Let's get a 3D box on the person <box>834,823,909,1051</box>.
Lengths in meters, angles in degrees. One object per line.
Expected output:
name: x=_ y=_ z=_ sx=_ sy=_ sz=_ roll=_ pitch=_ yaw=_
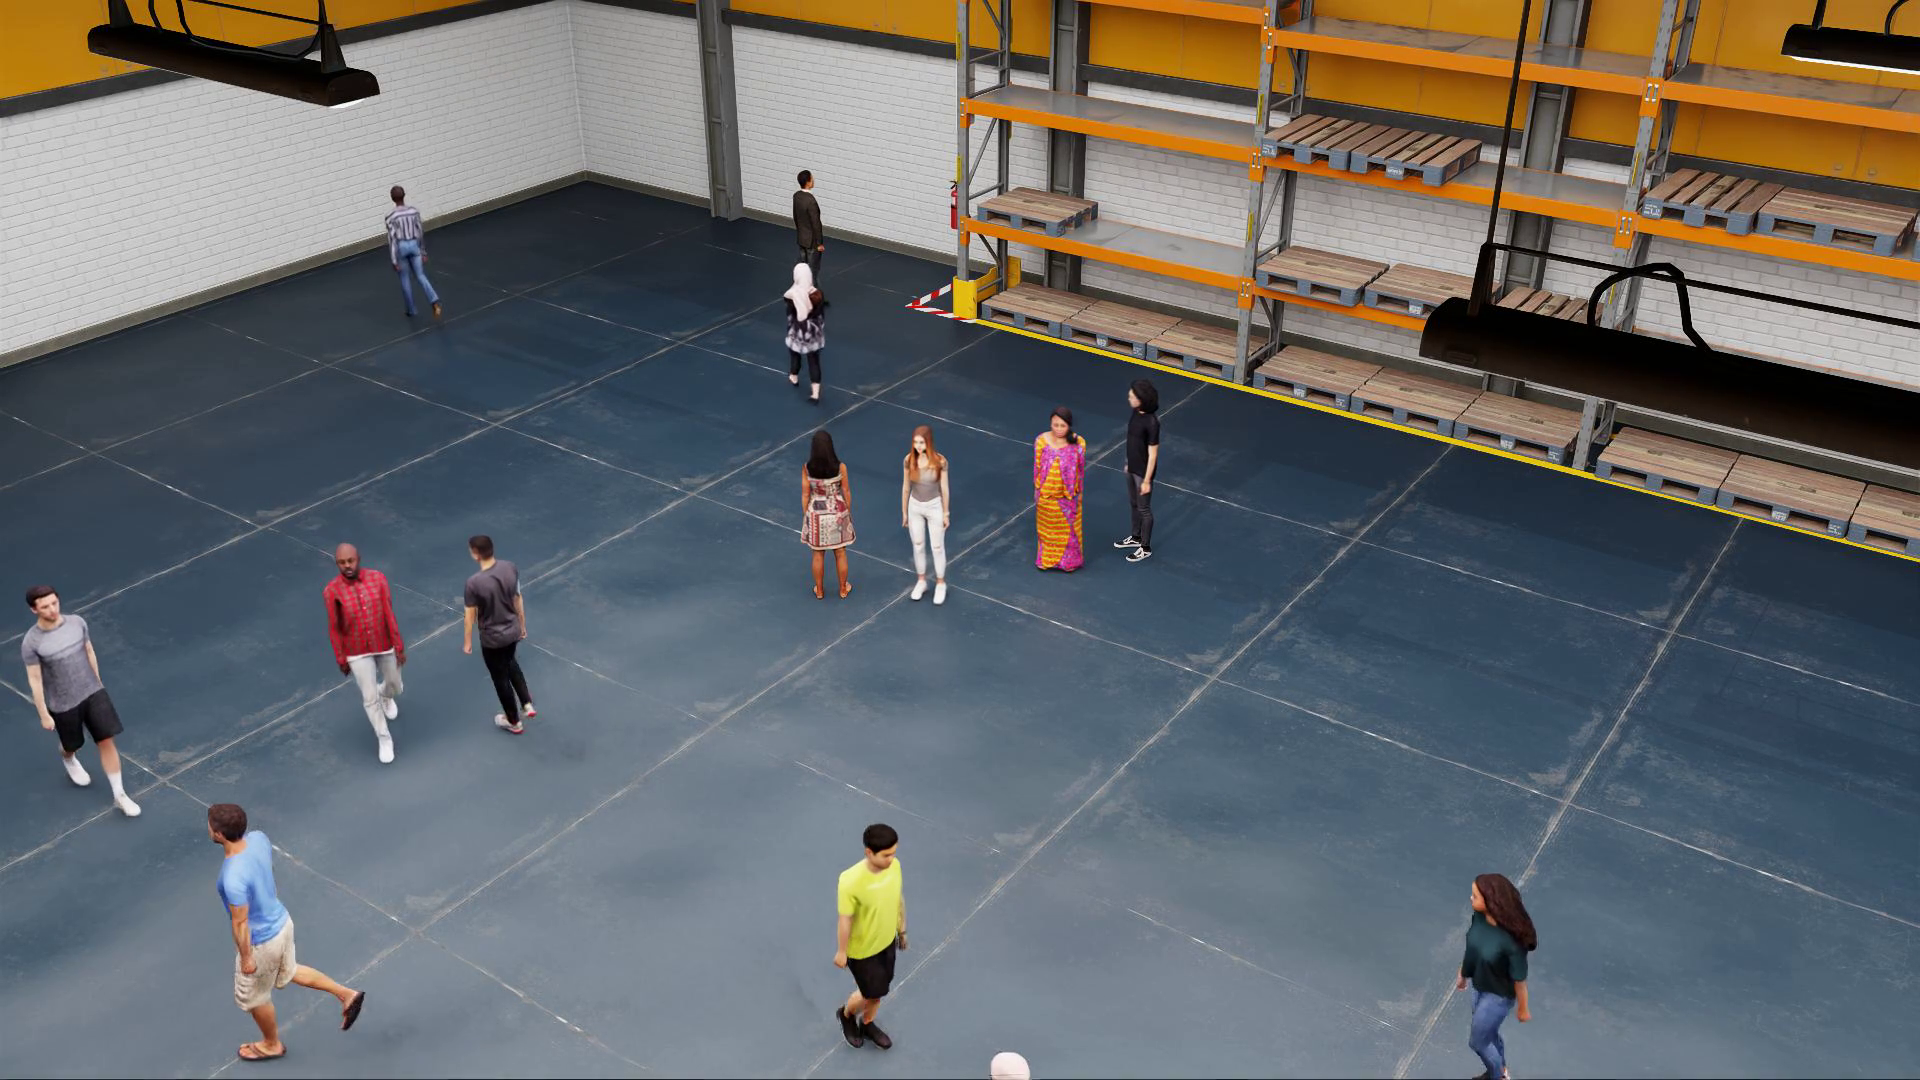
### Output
person: x=-0.604 y=2.385 z=10.154 sx=0.688 sy=1.692 sz=0.715 roll=-23 pitch=36 yaw=-36

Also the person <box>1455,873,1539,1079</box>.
person: x=3.196 y=2.648 z=9.782 sx=0.803 sy=1.586 sz=0.741 roll=-12 pitch=31 yaw=-21

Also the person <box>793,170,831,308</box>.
person: x=-1.964 y=-3.913 z=21.582 sx=0.796 sy=1.805 sz=0.591 roll=-21 pitch=35 yaw=-33

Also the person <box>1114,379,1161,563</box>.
person: x=1.715 y=-0.689 z=15.646 sx=0.766 sy=1.830 sz=0.683 roll=-7 pitch=29 yaw=-13

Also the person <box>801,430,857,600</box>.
person: x=-1.202 y=-0.223 z=14.987 sx=0.687 sy=1.642 sz=0.781 roll=-1 pitch=29 yaw=-2

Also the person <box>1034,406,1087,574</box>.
person: x=0.935 y=-0.482 z=15.429 sx=0.751 sy=1.674 sz=0.836 roll=3 pitch=29 yaw=5

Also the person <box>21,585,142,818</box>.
person: x=-6.595 y=1.135 z=12.288 sx=1.200 sy=1.842 sz=0.730 roll=21 pitch=35 yaw=34

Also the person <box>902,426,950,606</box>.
person: x=-0.295 y=-0.254 z=14.966 sx=0.580 sy=1.716 sz=0.717 roll=7 pitch=29 yaw=12

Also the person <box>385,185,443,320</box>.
person: x=-6.915 y=-3.572 z=20.988 sx=1.028 sy=1.775 sz=0.731 roll=25 pitch=37 yaw=37

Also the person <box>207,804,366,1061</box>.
person: x=-4.114 y=2.367 z=10.034 sx=1.118 sy=1.839 sz=0.993 roll=-1 pitch=29 yaw=-2

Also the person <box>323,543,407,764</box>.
person: x=-4.608 y=0.799 z=12.944 sx=0.932 sy=1.805 sz=1.097 roll=-14 pitch=32 yaw=-24

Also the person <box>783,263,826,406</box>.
person: x=-1.718 y=-2.303 z=18.842 sx=0.972 sy=1.602 sz=1.113 roll=-11 pitch=30 yaw=-19

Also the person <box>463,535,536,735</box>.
person: x=-3.557 y=0.779 z=13.038 sx=0.586 sy=1.748 sz=0.633 roll=19 pitch=34 yaw=31
